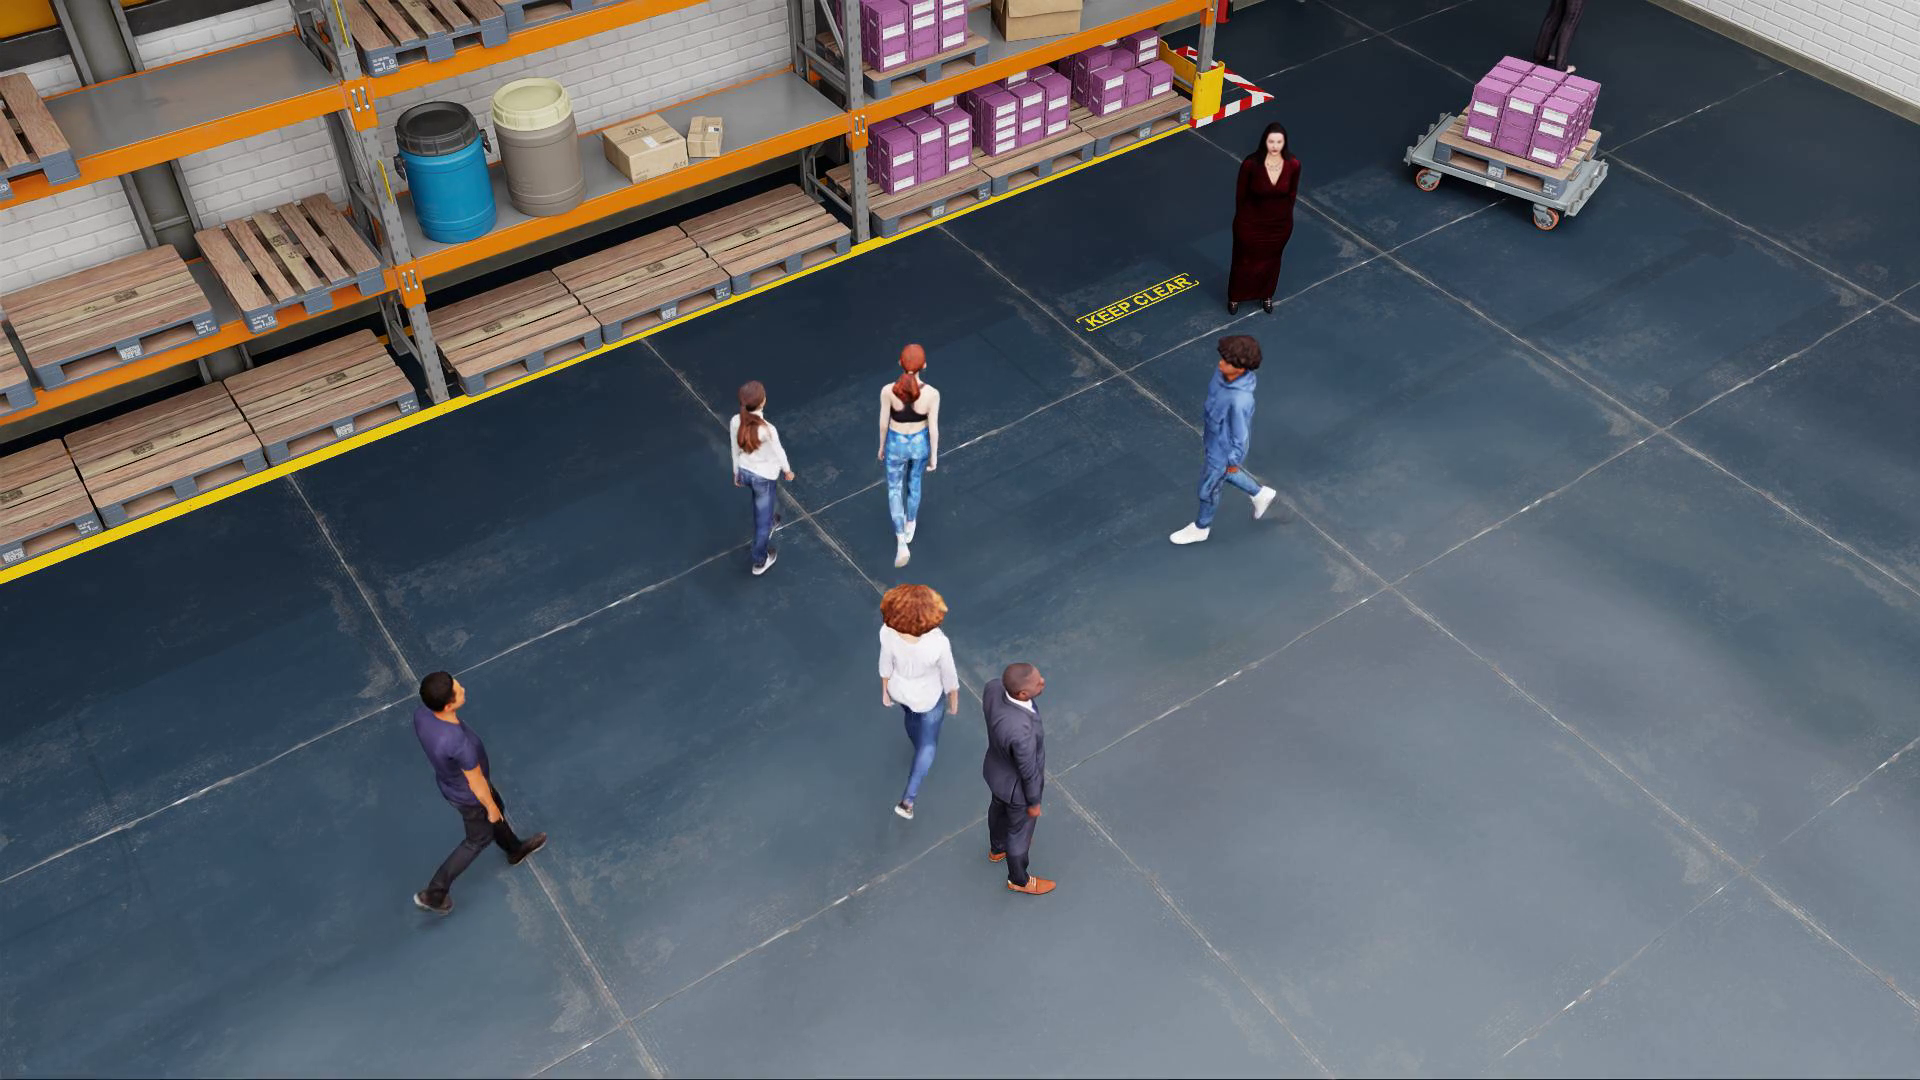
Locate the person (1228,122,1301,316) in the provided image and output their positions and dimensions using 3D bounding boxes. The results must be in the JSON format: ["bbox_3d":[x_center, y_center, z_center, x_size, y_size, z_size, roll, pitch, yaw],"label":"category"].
[{"bbox_3d":[2.477,-2.626,13.623,0.713,1.758,0.820,-3,44,-3],"label":"person"}]

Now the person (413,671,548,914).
[{"bbox_3d":[-2.855,1.433,9.358,1.108,1.763,0.719,-31,52,-28],"label":"person"}]

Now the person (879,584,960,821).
[{"bbox_3d":[-0.287,0.957,9.915,1.016,1.685,1.173,15,46,15],"label":"person"}]

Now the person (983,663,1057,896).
[{"bbox_3d":[0.315,1.330,9.422,0.697,1.824,0.751,-14,45,-14],"label":"person"}]

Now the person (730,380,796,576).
[{"bbox_3d":[-1.429,-0.388,11.437,0.708,1.532,0.869,22,48,21],"label":"person"}]

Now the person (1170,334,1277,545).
[{"bbox_3d":[1.917,-0.703,11.581,1.126,1.789,0.984,-3,44,-3],"label":"person"}]

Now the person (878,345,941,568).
[{"bbox_3d":[-0.351,-0.537,11.425,0.996,1.765,0.958,-2,44,-2],"label":"person"}]

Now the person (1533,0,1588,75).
[{"bbox_3d":[6.124,-5.600,16.663,0.581,1.870,0.670,-21,48,-21],"label":"person"}]
